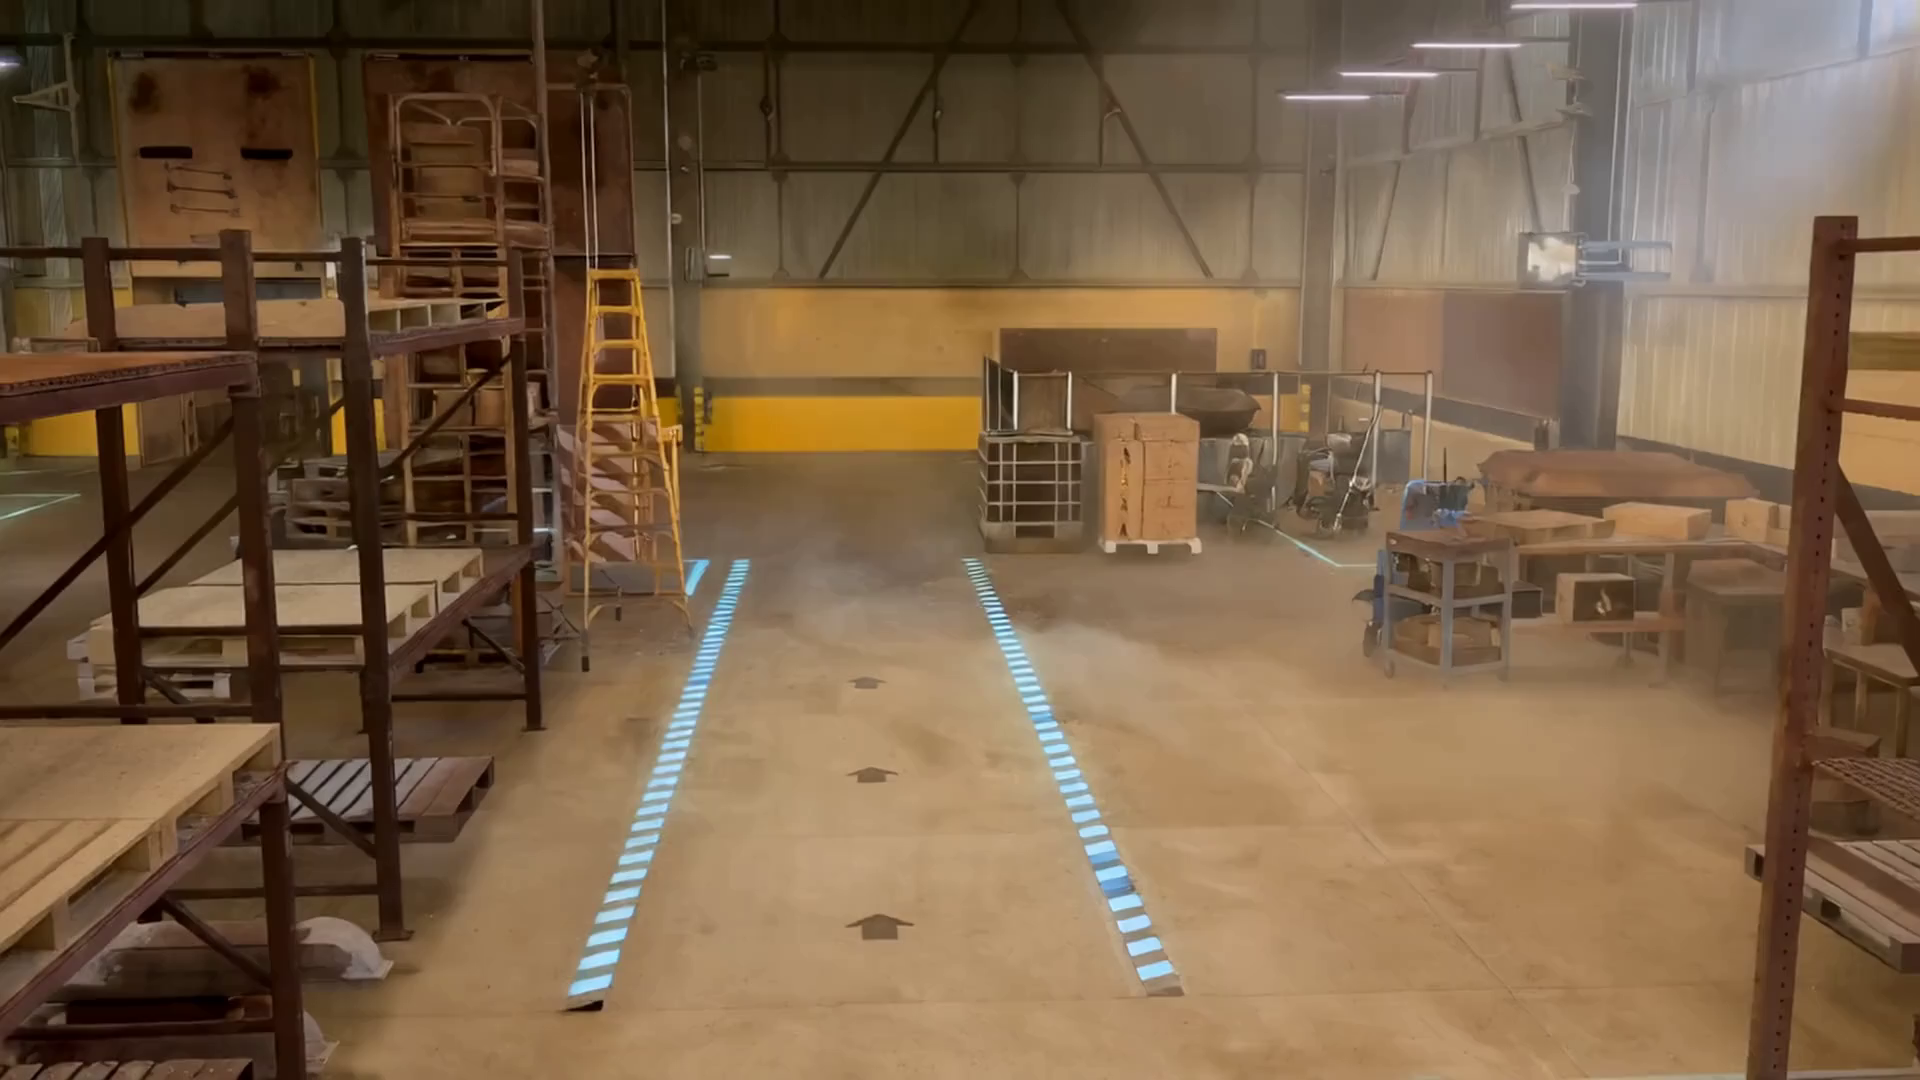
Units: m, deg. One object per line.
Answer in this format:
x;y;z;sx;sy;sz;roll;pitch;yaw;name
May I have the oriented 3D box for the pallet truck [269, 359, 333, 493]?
-7.062;-1.131;18.996;1.885;1.965;0.823;2;9;13;pallet truck
